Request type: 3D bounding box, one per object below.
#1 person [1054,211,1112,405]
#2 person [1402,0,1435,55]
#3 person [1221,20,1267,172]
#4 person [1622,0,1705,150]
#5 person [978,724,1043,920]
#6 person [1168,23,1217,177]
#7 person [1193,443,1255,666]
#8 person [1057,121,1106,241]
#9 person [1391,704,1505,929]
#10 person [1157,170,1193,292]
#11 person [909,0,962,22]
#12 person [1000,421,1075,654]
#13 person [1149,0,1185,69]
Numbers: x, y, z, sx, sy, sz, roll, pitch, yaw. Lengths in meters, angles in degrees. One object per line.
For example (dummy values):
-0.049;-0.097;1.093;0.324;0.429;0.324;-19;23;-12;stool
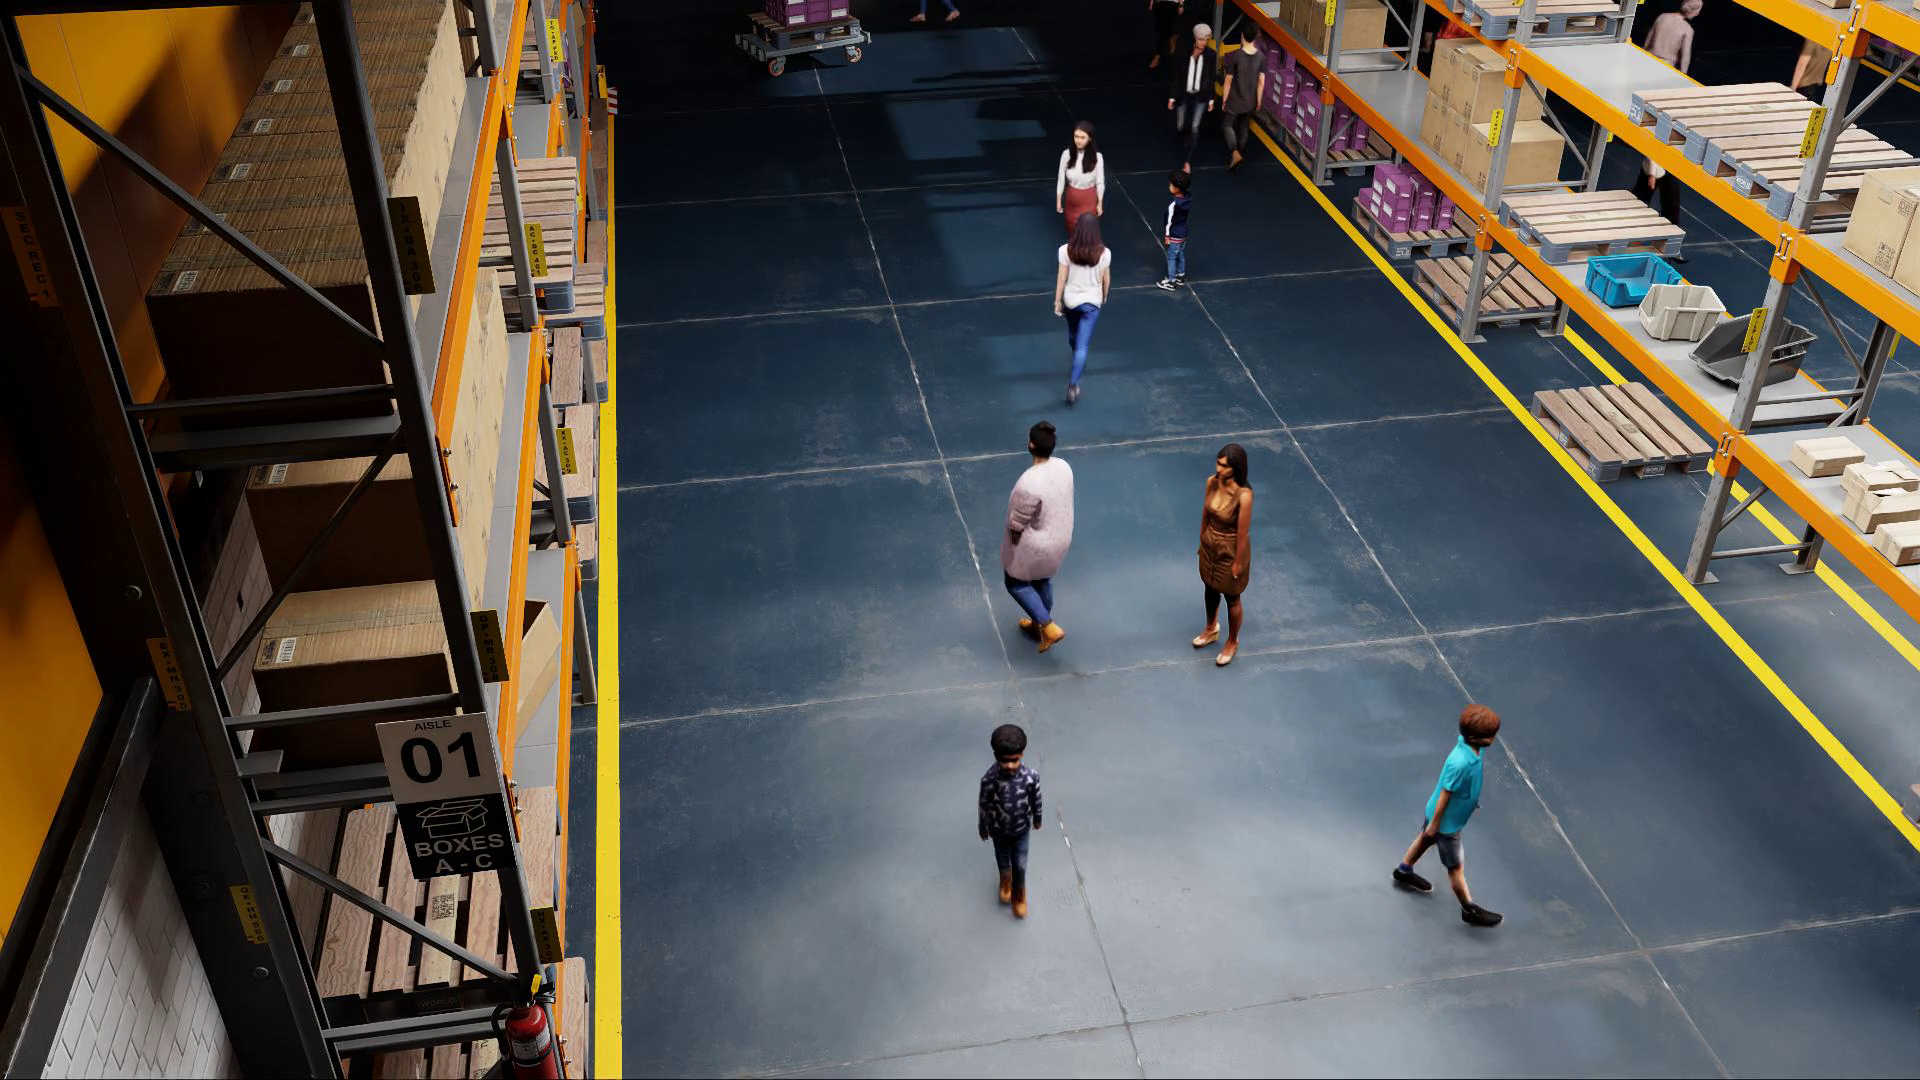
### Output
1.034;-1.941;14.291;0.963;1.638;1.221;9;35;13;person
6.403;-7.400;22.530;0.776;1.608;0.715;6;34;8;person
3.197;-4.972;18.793;0.628;1.702;0.786;-4;34;-6;person
8.110;-5.443;19.386;0.880;1.829;0.993;16;37;22;person
0.281;1.533;9.423;0.561;1.240;0.617;1;34;1;person
2.670;-5.019;18.786;0.974;1.758;1.041;9;35;14;person
1.790;0.082;11.202;0.695;1.686;0.590;-23;40;-31;person
1.198;-3.242;16.167;0.937;1.727;1.092;10;35;14;person
2.682;1.483;9.338;0.932;1.418;0.909;18;38;26;person
2.130;-3.049;16.333;0.642;1.222;0.587;22;40;30;person
-0.325;-8.152;23.680;0.724;1.588;0.931;-2;34;-3;person
0.599;0.017;11.261;0.977;1.730;0.899;28;43;35;person
2.807;-7.172;22.127;1.052;1.674;1.126;22;40;30;person
